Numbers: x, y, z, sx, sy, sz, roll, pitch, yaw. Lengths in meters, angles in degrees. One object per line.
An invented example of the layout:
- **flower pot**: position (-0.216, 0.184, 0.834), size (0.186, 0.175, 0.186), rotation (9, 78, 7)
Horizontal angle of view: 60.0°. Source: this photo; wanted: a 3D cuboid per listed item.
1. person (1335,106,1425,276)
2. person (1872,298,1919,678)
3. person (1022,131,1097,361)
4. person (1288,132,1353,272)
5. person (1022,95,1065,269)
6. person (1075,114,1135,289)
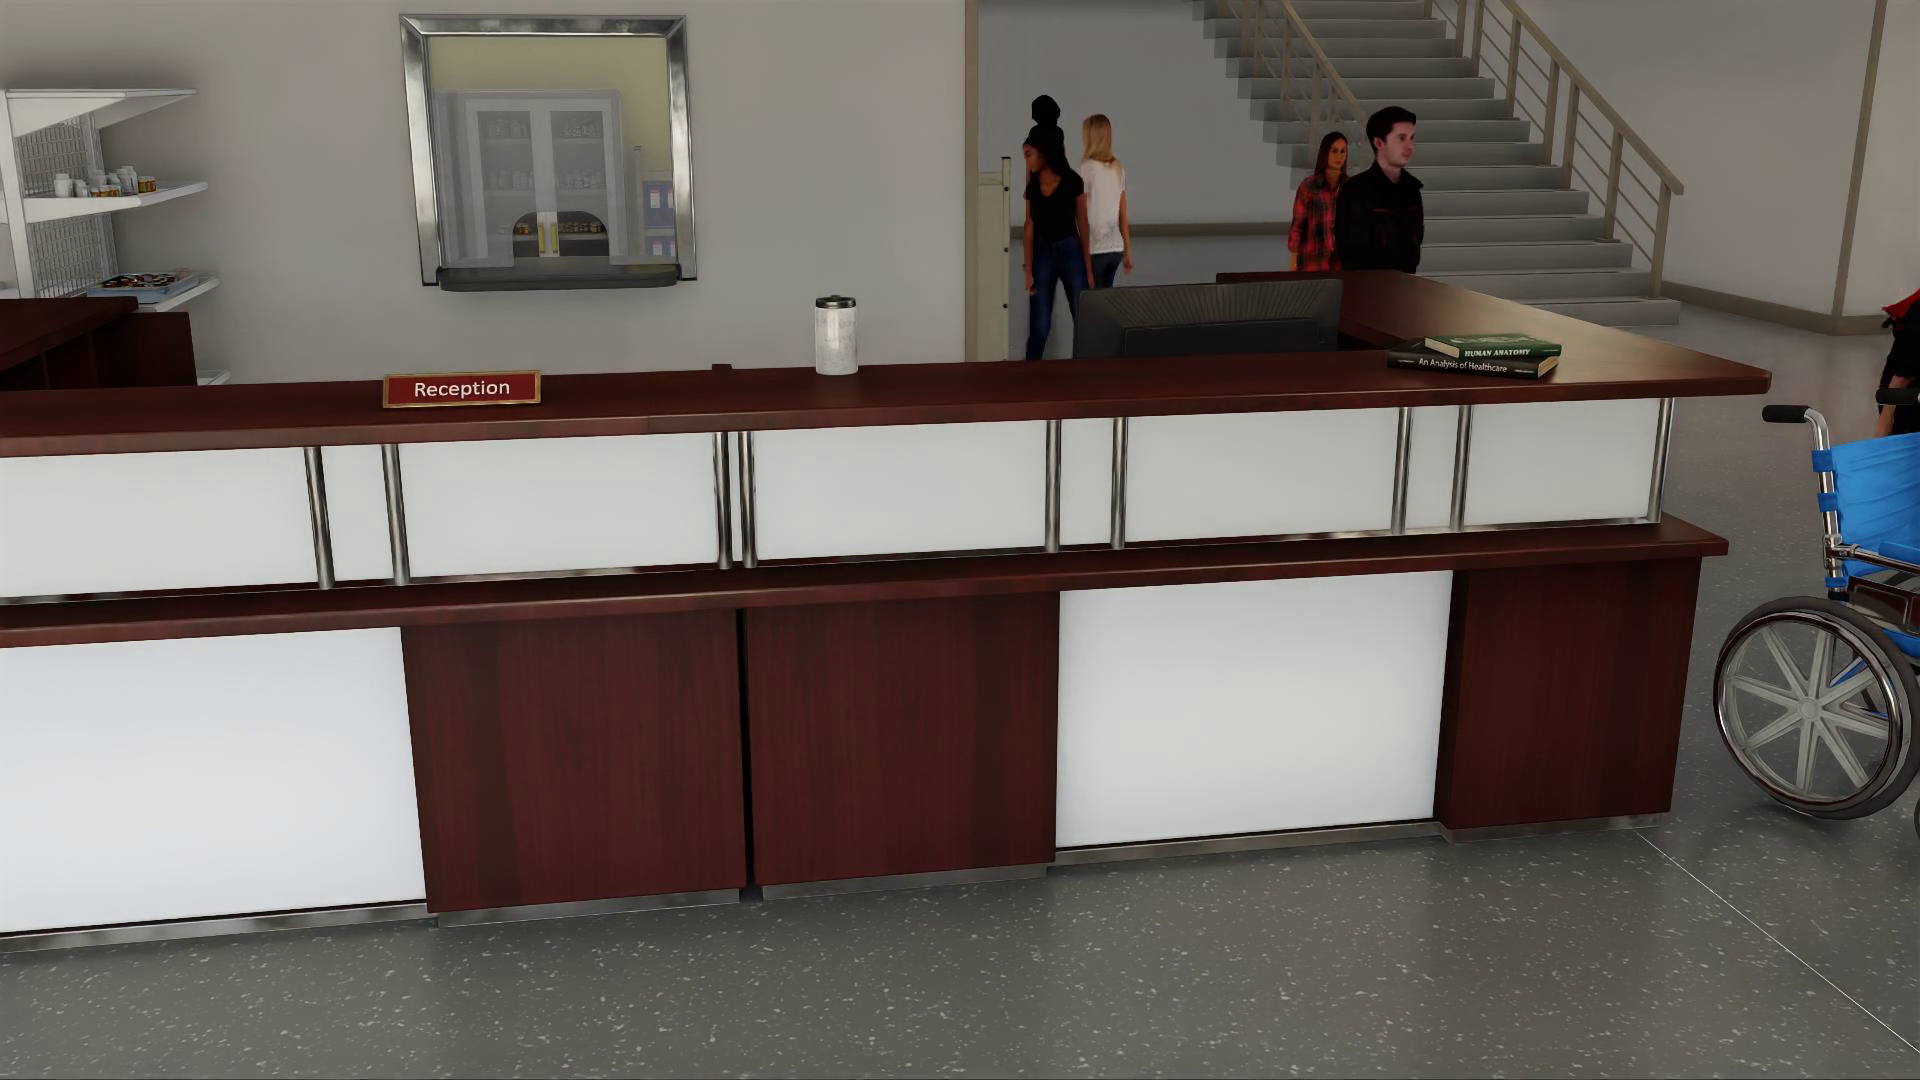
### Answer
- **person**: position (1.820, -0.997, 7.638), size (0.899, 1.905, 0.997), rotation (-10, 18, -31)
- **person**: position (3.364, -0.291, 5.565), size (0.745, 1.670, 0.820), rotation (-10, 18, -31)
- **person**: position (0.563, -1.643, 10.315), size (0.788, 1.695, 0.749), rotation (0, 16, 1)
- **person**: position (2.337, -1.784, 10.829), size (0.631, 1.688, 0.671), rotation (-3, 16, -12)
- **person**: position (0.915, -3.847, 17.872), size (0.704, 1.823, 0.679), rotation (-11, 19, -34)
- **person**: position (0.961, -1.818, 10.772), size (0.981, 1.784, 1.109), rotation (-14, 21, -41)
